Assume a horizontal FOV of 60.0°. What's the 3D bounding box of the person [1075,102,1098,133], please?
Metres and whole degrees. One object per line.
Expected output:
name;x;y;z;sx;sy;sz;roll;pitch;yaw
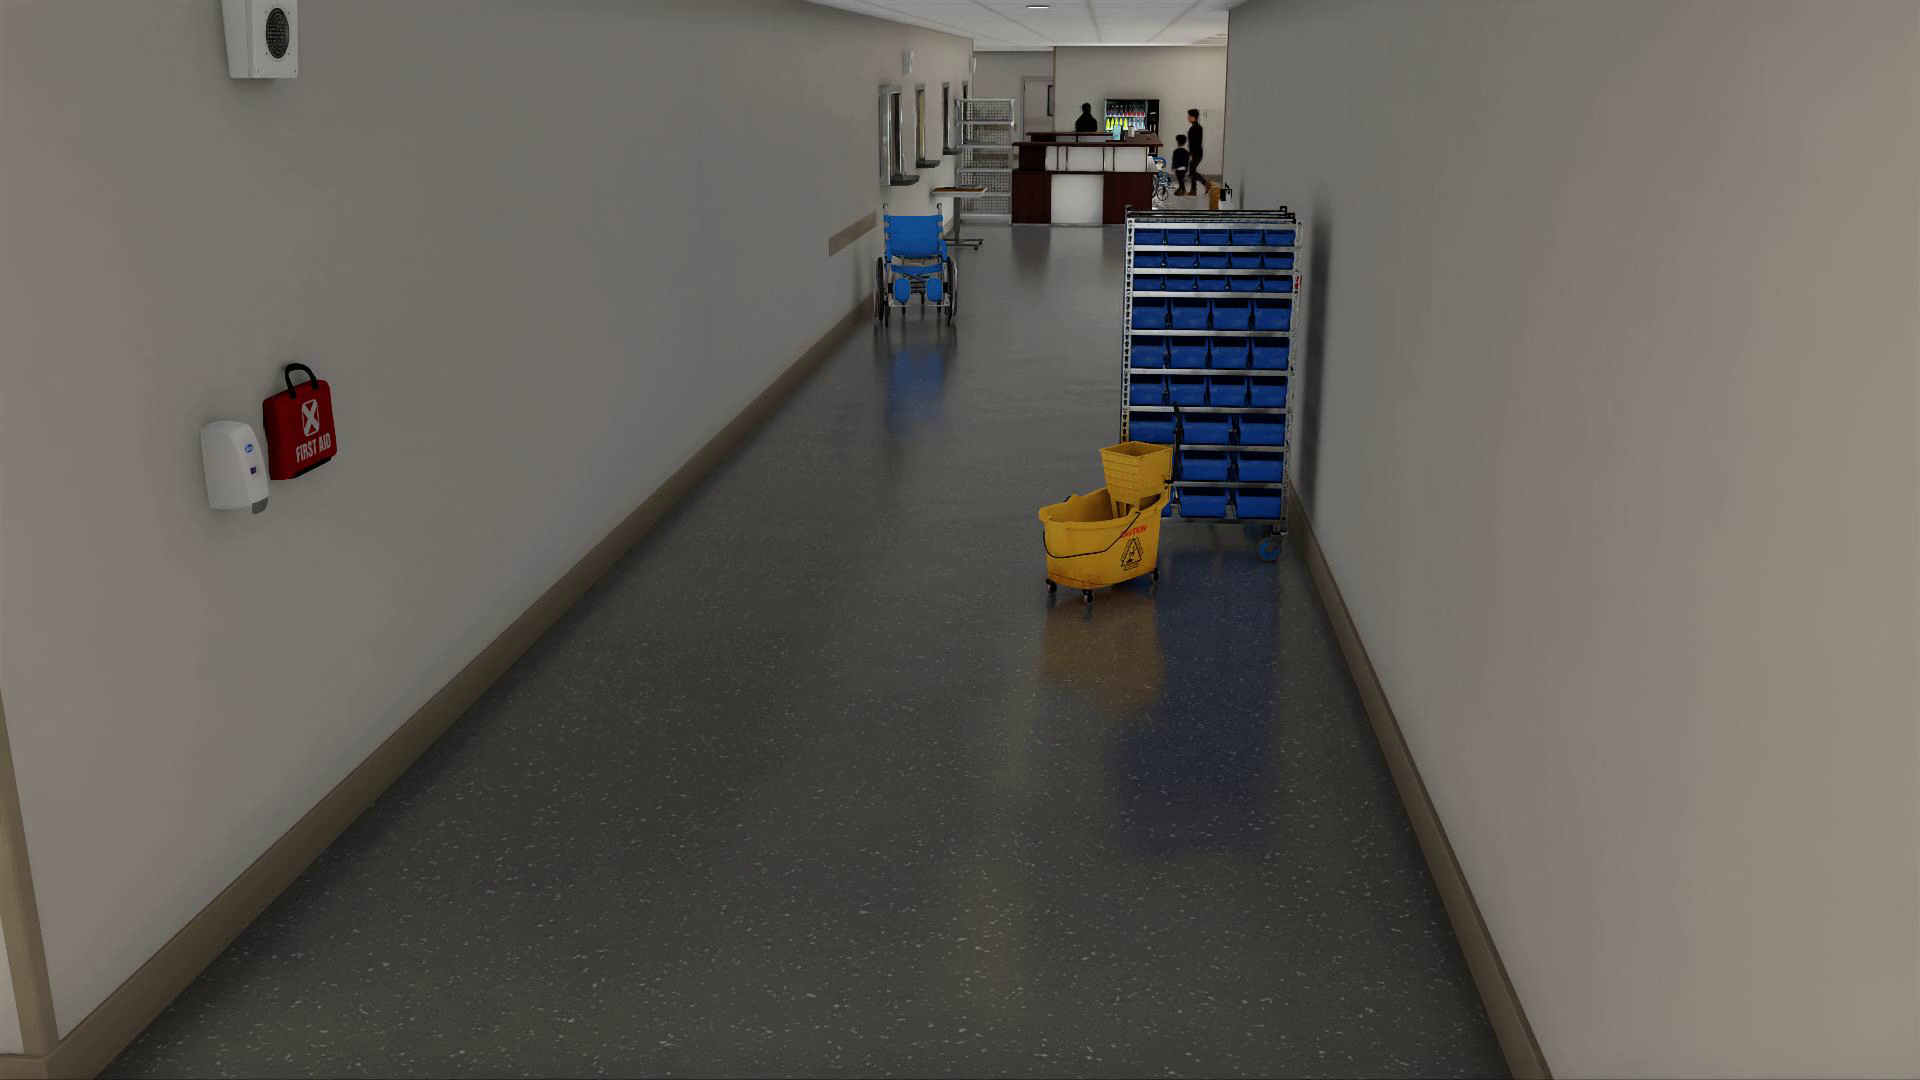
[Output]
person;2.615;-8.269;34.993;1.055;1.802;1.021;10;19;33

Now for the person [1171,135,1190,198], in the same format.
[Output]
person;4.362;-7.344;32.747;0.825;1.202;0.810;-7;17;-23

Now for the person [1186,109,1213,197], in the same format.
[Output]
person;4.732;-7.676;33.078;1.024;1.699;0.889;11;19;33
